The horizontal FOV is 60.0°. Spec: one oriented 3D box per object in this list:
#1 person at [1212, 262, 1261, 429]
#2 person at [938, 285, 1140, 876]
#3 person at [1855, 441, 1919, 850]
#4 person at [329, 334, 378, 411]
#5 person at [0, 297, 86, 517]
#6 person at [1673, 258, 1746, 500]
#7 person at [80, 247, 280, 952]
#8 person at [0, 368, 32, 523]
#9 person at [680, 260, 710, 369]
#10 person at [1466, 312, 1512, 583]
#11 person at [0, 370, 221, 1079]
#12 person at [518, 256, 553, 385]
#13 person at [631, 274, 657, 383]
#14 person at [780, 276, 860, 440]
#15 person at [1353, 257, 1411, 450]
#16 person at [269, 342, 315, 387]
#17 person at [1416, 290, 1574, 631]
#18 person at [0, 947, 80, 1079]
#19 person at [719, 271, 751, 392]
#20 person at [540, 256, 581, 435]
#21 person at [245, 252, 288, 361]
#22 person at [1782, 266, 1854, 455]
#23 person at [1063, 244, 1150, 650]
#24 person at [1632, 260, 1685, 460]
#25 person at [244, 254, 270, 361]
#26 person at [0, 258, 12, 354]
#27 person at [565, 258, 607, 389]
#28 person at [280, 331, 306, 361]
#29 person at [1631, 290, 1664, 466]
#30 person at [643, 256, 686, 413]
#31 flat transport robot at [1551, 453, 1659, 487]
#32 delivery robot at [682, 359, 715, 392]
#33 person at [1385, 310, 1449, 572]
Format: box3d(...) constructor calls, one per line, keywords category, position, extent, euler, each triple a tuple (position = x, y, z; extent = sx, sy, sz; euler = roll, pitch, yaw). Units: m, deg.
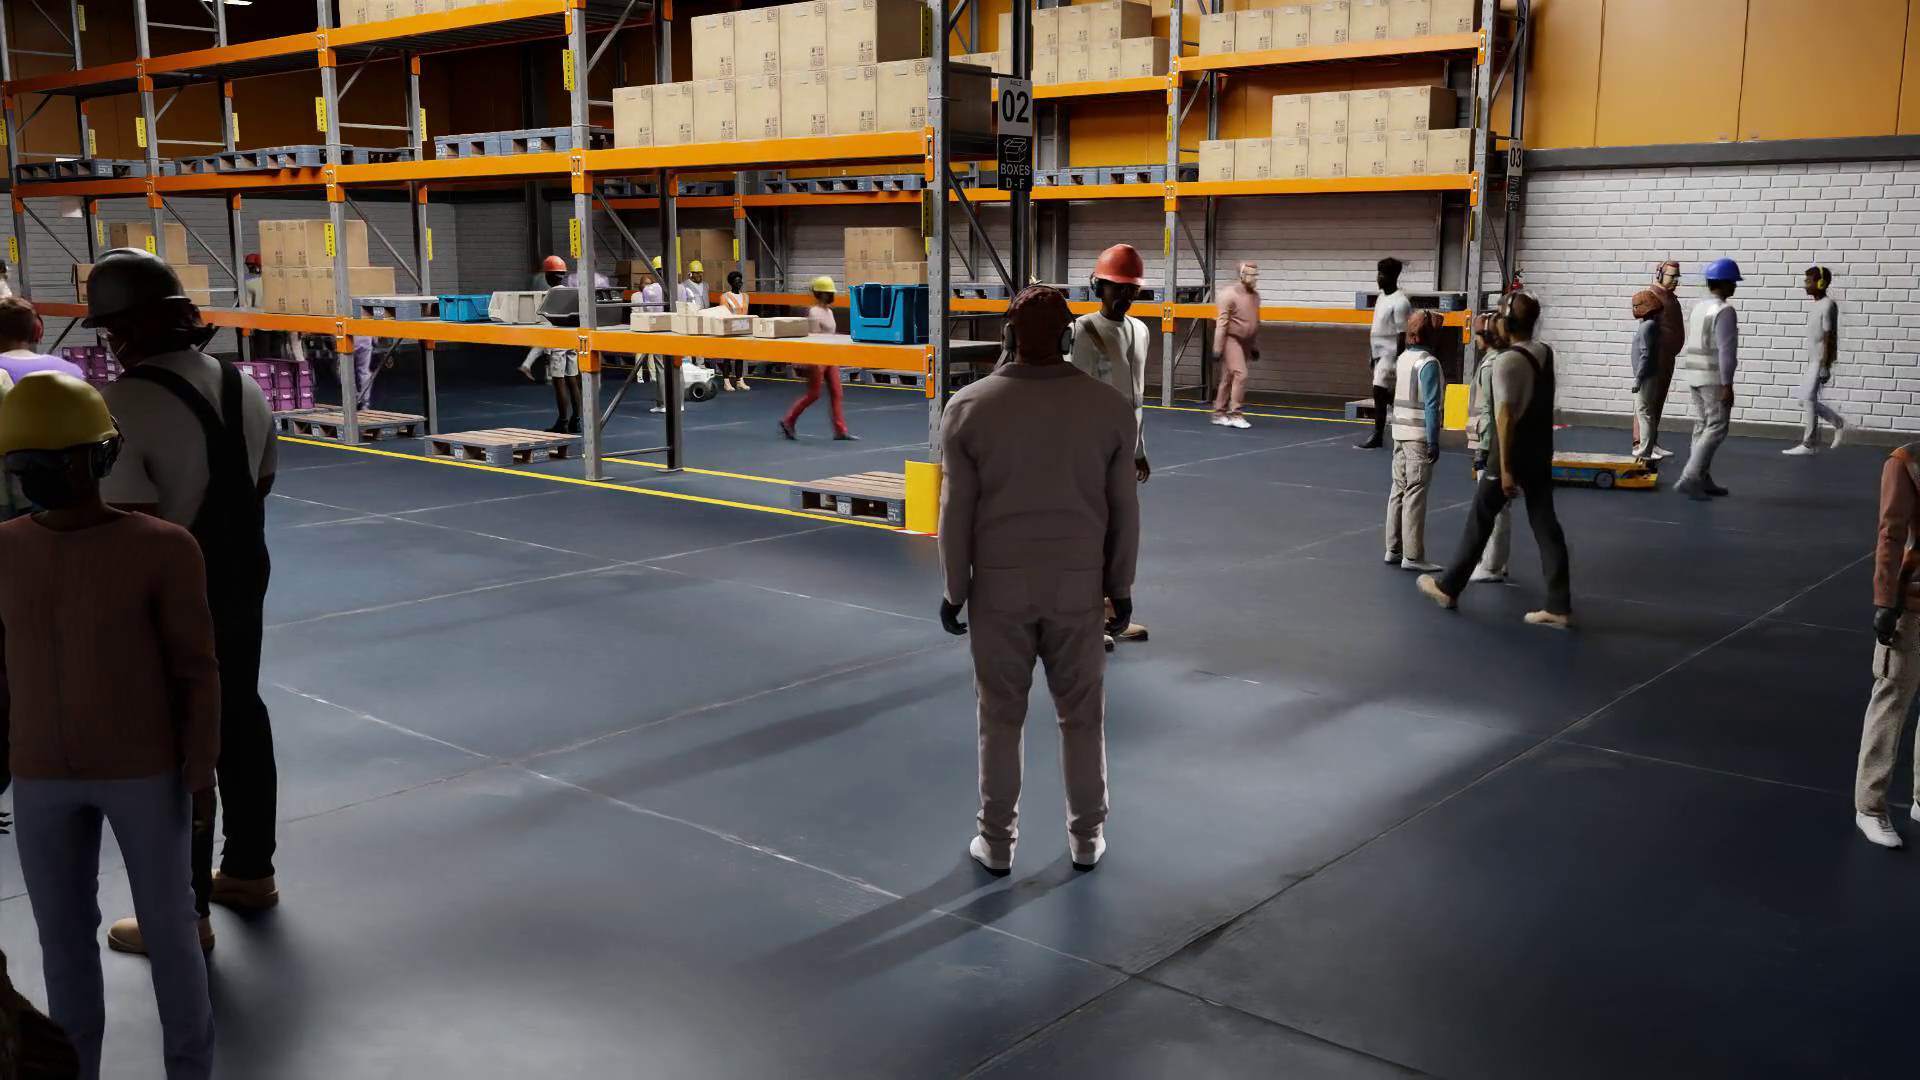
box3d(category="person", position=(3.153, -2.185, 18.740), extent=(0.760, 1.862, 0.648), euler=(8, 13, 38))
box3d(category="person", position=(0.248, 0.136, 5.387), extent=(0.651, 1.906, 0.403), euler=(-1, 10, -5))
box3d(category="person", position=(3.313, 0.230, 5.623), extent=(0.521, 1.636, 0.311), euler=(-2, 10, -11))
box3d(category="person", position=(-7.281, -2.418, 19.960), extent=(0.432, 1.893, 0.683), euler=(8, 13, 37))
box3d(category="person", position=(-4.274, -0.211, 7.701), extent=(0.672, 1.806, 0.584), euler=(7, 12, 34))
box3d(category="person", position=(6.079, -1.300, 13.465), extent=(0.446, 1.945, 0.625), euler=(0, 10, 1))
box3d(category="person", position=(-2.323, 0.165, 4.840), extent=(0.536, 2.000, 0.676), euler=(2, 10, 12))
box3d(category="person", position=(-4.473, -0.188, 7.477), extent=(0.589, 1.822, 0.403), euler=(-2, 10, -11))
box3d(category="person", position=(-4.096, -3.421, 25.851), extent=(0.404, 1.830, 0.601), euler=(8, 13, 40))
box3d(category="person", position=(3.228, -0.558, 10.106), extent=(0.311, 1.636, 0.521), euler=(5, 11, 27))
box3d(category="person", position=(-1.898, 0.512, 3.645), extent=(0.534, 1.767, 0.318), euler=(0, 10, -3))
box3d(category="person", position=(-6.203, -3.231, 24.560), extent=(0.657, 1.914, 0.621), euler=(8, 13, 40))
box3d(category="person", position=(-4.709, -3.180, 25.047), extent=(0.499, 1.633, 0.279), euler=(-7, 12, -36))
box3d(category="person", position=(-1.484, -1.904, 17.485), extent=(0.801, 1.742, 0.538), euler=(3, 11, 19))
box3d(category="person", position=(4.362, -1.862, 16.667), extent=(0.754, 1.942, 0.620), euler=(-1, 10, -4))
box3d(category="person", position=(-9.644, -2.991, 23.584), extent=(1.003, 1.776, 0.608), euler=(0, 10, 2))
box3d(category="person", position=(2.974, -0.442, 9.005), extent=(0.517, 1.792, 0.976), euler=(-6, 12, -30))
box3d(category="person", position=(-0.703, 0.965, 1.132), extent=(0.522, 1.739, 0.314), euler=(-2, 10, -11))
box3d(category="person", position=(-3.177, -2.953, 23.572), extent=(0.317, 1.695, 0.540), euler=(8, 13, 40))
box3d(category="person", position=(-4.352, -2.100, 18.028), extent=(0.370, 1.939, 0.543), euler=(4, 11, 24))
box3d(category="person", position=(-9.242, -2.863, 22.285), extent=(0.633, 1.970, 0.712), euler=(-9, 14, -43))
box3d(category="person", position=(8.424, -1.733, 16.202), extent=(0.548, 1.851, 0.556), euler=(3, 10, 15))
box3d(category="person", position=(0.774, -0.469, 8.457), extent=(0.395, 2.039, 0.608), euler=(9, 14, 42))
box3d(category="person", position=(6.751, -1.729, 16.019), extent=(0.402, 1.902, 0.652), euler=(8, 13, 40))
box3d(category="person", position=(-11.307, -3.625, 26.730), extent=(0.543, 1.932, 0.376), euler=(-1, 10, -3))
box3d(category="person", position=(-13.050, -2.860, 22.498), extent=(0.926, 1.894, 0.644), euler=(-5, 11, -28))
box3d(category="person", position=(-5.425, -3.211, 24.210), extent=(0.665, 1.980, 1.040), euler=(-3, 11, -19))
box3d(category="person", position=(-9.102, -2.905, 22.451), extent=(0.609, 1.995, 0.378), euler=(2, 10, 8))
box3d(category="person", position=(6.345, -1.495, 15.449), extent=(0.278, 1.633, 0.499), euler=(6, 11, 29))
box3d(category="person", position=(-3.631, -2.511, 20.427), extent=(0.584, 1.918, 0.381), euler=(-7, 12, -36))
box3d(category="flat transport robot", position=(5.257, -0.627, 14.384), extent=(1.431, 0.197, 0.652), euler=(5, 11, 24))
box3d(category="delivery robot", position=(-3.632, -2.163, 22.057), extent=(0.707, 0.478, 0.477), euler=(1, 10, 6))
box3d(category="person", position=(2.879, -0.625, 10.483), extent=(0.311, 1.638, 0.523), euler=(-1, 10, -8))
